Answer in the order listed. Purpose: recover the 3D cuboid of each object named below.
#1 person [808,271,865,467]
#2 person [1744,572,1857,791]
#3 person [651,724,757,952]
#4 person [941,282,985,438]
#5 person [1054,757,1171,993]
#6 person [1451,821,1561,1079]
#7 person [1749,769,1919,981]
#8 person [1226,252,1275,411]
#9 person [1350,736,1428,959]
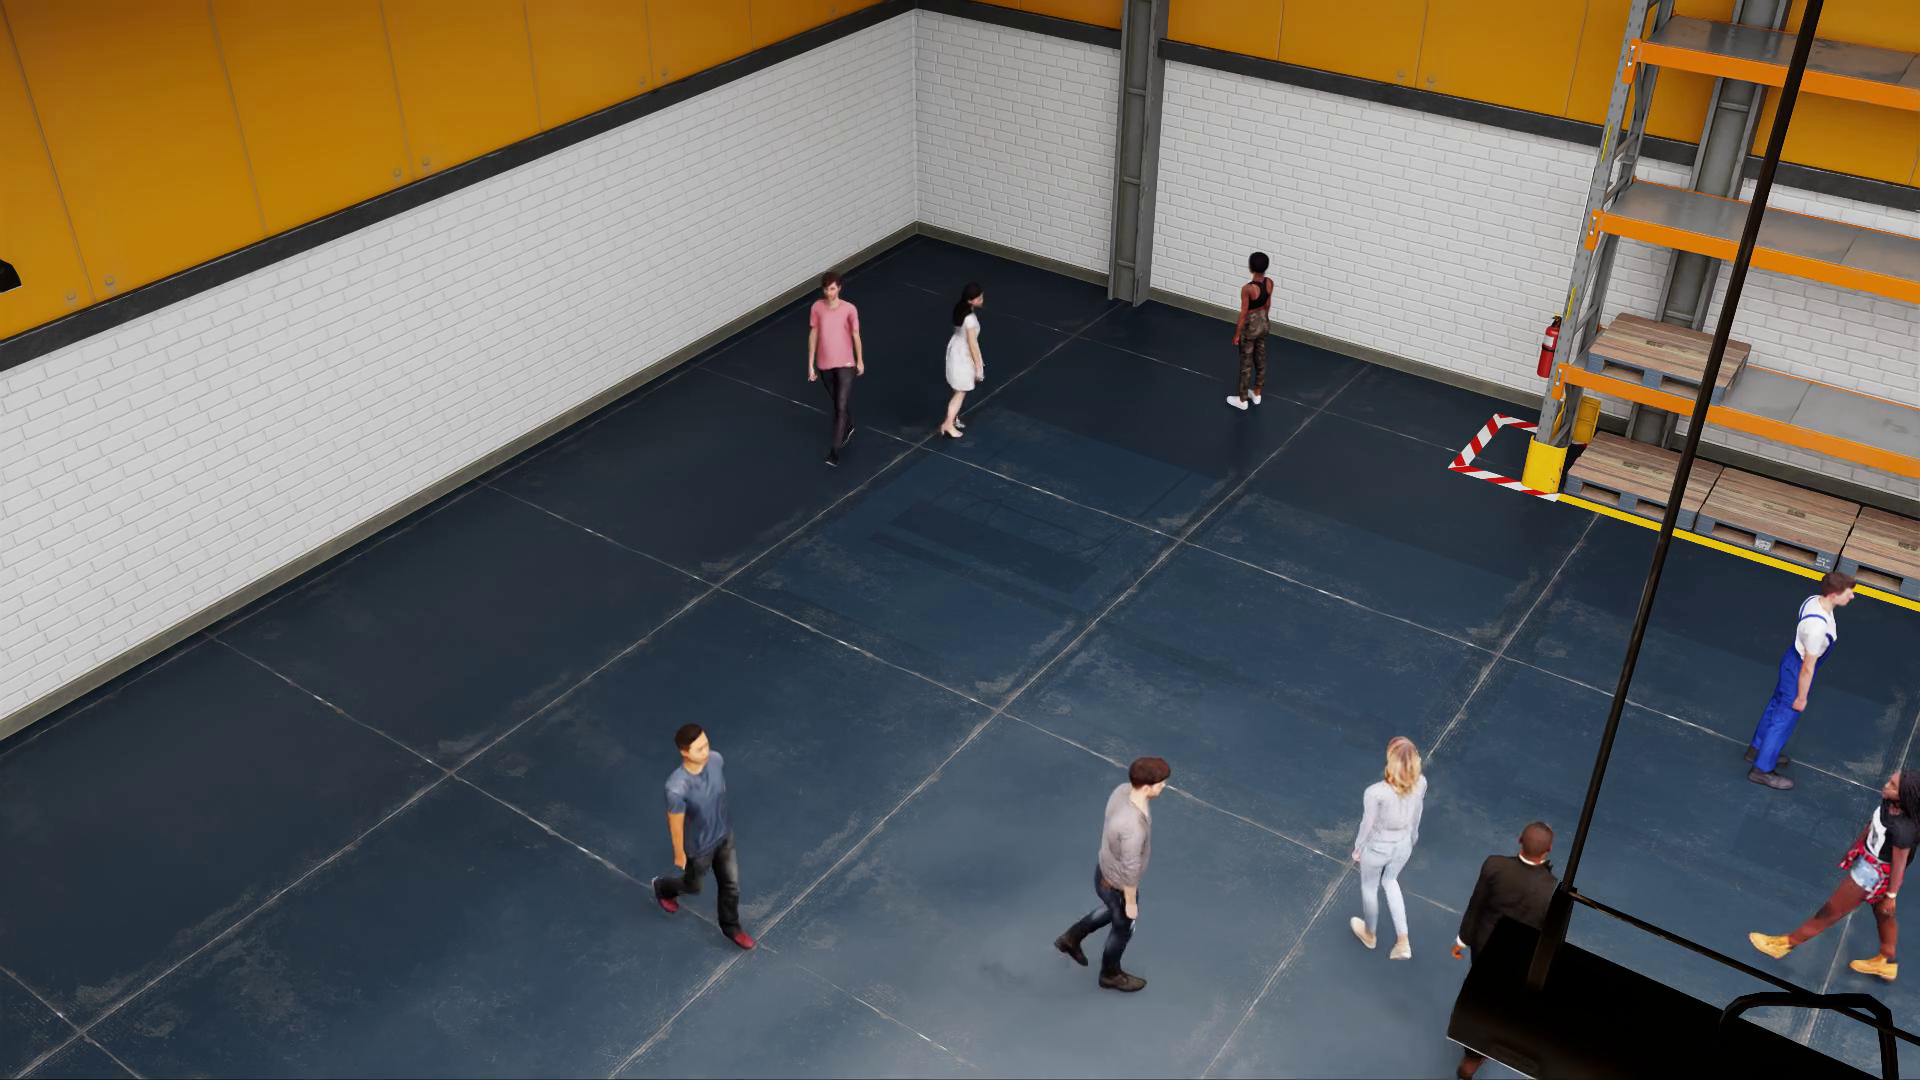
[{"bbox_3d":[-1.173,-1.735,16.164,1.232,1.909,1.015,8,34,12],"label":"person"},{"bbox_3d":[6.105,0.985,12.127,0.637,1.849,0.660,13,36,19],"label":"person"},{"bbox_3d":[-1.730,1.898,10.809,1.033,1.787,0.648,22,39,29],"label":"person"},{"bbox_3d":[-0.009,-1.740,16.324,0.877,1.740,0.813,-14,36,-21],"label":"person"},{"bbox_3d":[0.897,2.120,10.399,1.031,1.871,0.931,2,34,4],"label":"person"},{"bbox_3d":[3.202,2.476,9.860,0.983,1.873,0.787,21,39,28],"label":"person"},{"bbox_3d":[5.872,2.159,10.511,1.219,1.680,0.821,11,35,16],"label":"person"},{"bbox_3d":[2.994,-2.144,16.965,0.649,1.702,0.648,-20,38,-27],"label":"person"},{"bbox_3d":[2.756,2.034,10.611,0.862,1.778,0.961,-10,35,-15],"label":"person"}]
